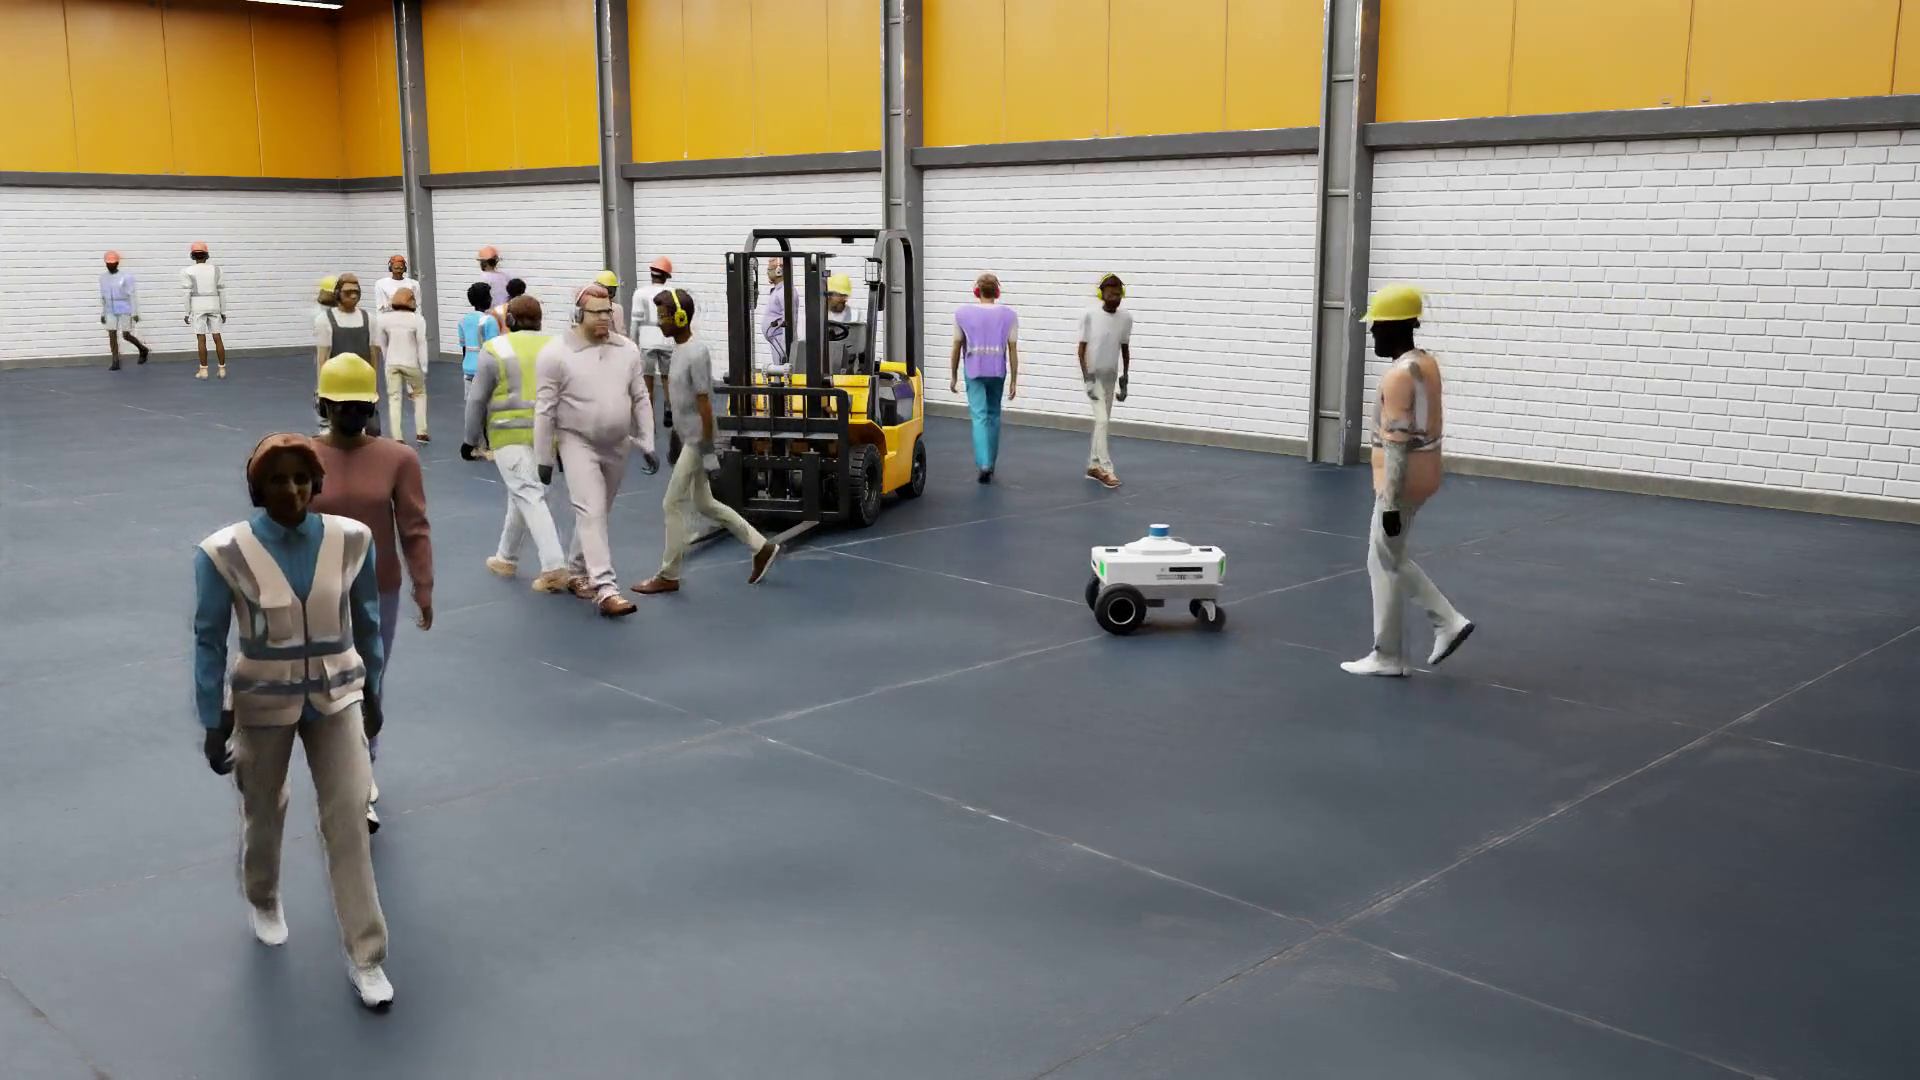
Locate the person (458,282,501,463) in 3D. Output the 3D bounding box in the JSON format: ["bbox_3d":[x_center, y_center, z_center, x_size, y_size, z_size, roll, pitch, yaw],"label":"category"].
[{"bbox_3d":[-4.492,-1.576,15.671,0.529,1.697,0.321,8,13,38],"label":"person"}]

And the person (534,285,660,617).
[{"bbox_3d":[-2.081,-0.519,9.518,0.663,1.863,0.947,-10,14,-44],"label":"person"}]

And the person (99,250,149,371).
[{"bbox_3d":[-13.318,-3.650,26.421,0.581,1.909,0.703,1,10,4],"label":"person"}]

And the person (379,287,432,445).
[{"bbox_3d":[-5.607,-1.749,16.856,0.528,1.609,0.603,1,10,4],"label":"person"}]

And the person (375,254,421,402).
[{"bbox_3d":[-7.197,-2.715,21.373,0.573,1.887,0.356,-6,12,-30],"label":"person"}]

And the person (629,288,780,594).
[{"bbox_3d":[-1.527,-0.586,9.926,0.871,1.832,0.546,-3,11,-17],"label":"person"}]

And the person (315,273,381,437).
[{"bbox_3d":[-4.978,-1.257,13.588,0.508,1.830,0.398,-8,13,-36],"label":"person"}]

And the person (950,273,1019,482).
[{"bbox_3d":[0.231,-1.425,14.572,0.573,1.808,0.927,-2,11,-10],"label":"person"}]

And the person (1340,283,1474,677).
[{"bbox_3d":[2.142,-0.268,7.958,0.521,1.909,0.611,6,12,28],"label":"person"}]

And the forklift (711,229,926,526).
[{"bbox_3d":[-1.050,-1.319,12.920,1.214,2.155,2.313,2,11,13],"label":"forklift"}]

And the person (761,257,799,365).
[{"bbox_3d":[-1.929,-2.083,17.872,0.402,1.906,0.652,-2,11,-10],"label":"person"}]

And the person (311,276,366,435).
[{"bbox_3d":[-6.440,-1.880,17.296,0.813,1.708,0.493,6,12,31],"label":"person"}]

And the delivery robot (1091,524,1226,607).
[{"bbox_3d":[1.084,0.157,9.085,0.707,0.478,0.477,-1,10,-3],"label":"delivery robot"}]

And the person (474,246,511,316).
[{"bbox_3d":[-6.162,-2.911,22.160,1.024,2.005,0.622,7,12,33],"label":"person"}]

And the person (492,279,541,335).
[{"bbox_3d":[-4.932,-2.072,18.492,0.541,1.645,0.877,-3,11,-17],"label":"person"}]

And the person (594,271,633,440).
[{"bbox_3d":[-3.653,-1.901,17.263,0.533,1.767,0.325,6,12,28],"label":"person"}]

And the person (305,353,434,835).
[{"bbox_3d":[-2.159,0.193,5.961,0.538,1.710,0.924,-6,12,-30],"label":"person"}]

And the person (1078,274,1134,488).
[{"bbox_3d":[1.247,-1.339,14.120,0.508,1.795,0.942,-5,11,-24],"label":"person"}]

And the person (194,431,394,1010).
[{"bbox_3d":[-1.911,0.479,4.777,0.535,1.593,0.884,-7,13,-34],"label":"person"}]

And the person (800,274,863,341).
[{"bbox_3d":[-1.166,-1.540,15.245,0.597,1.770,0.927,-4,11,-19],"label":"person"}]

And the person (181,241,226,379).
[{"bbox_3d":[-11.274,-3.423,24.810,0.609,2.040,0.395,-9,14,-40],"label":"person"}]

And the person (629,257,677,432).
[{"bbox_3d":[-3.283,-2.116,18.066,0.634,1.900,0.510,-4,11,-20],"label":"person"}]

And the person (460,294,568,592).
[{"bbox_3d":[-2.641,-0.599,10.151,1.006,1.784,0.625,8,13,39],"label":"person"}]
